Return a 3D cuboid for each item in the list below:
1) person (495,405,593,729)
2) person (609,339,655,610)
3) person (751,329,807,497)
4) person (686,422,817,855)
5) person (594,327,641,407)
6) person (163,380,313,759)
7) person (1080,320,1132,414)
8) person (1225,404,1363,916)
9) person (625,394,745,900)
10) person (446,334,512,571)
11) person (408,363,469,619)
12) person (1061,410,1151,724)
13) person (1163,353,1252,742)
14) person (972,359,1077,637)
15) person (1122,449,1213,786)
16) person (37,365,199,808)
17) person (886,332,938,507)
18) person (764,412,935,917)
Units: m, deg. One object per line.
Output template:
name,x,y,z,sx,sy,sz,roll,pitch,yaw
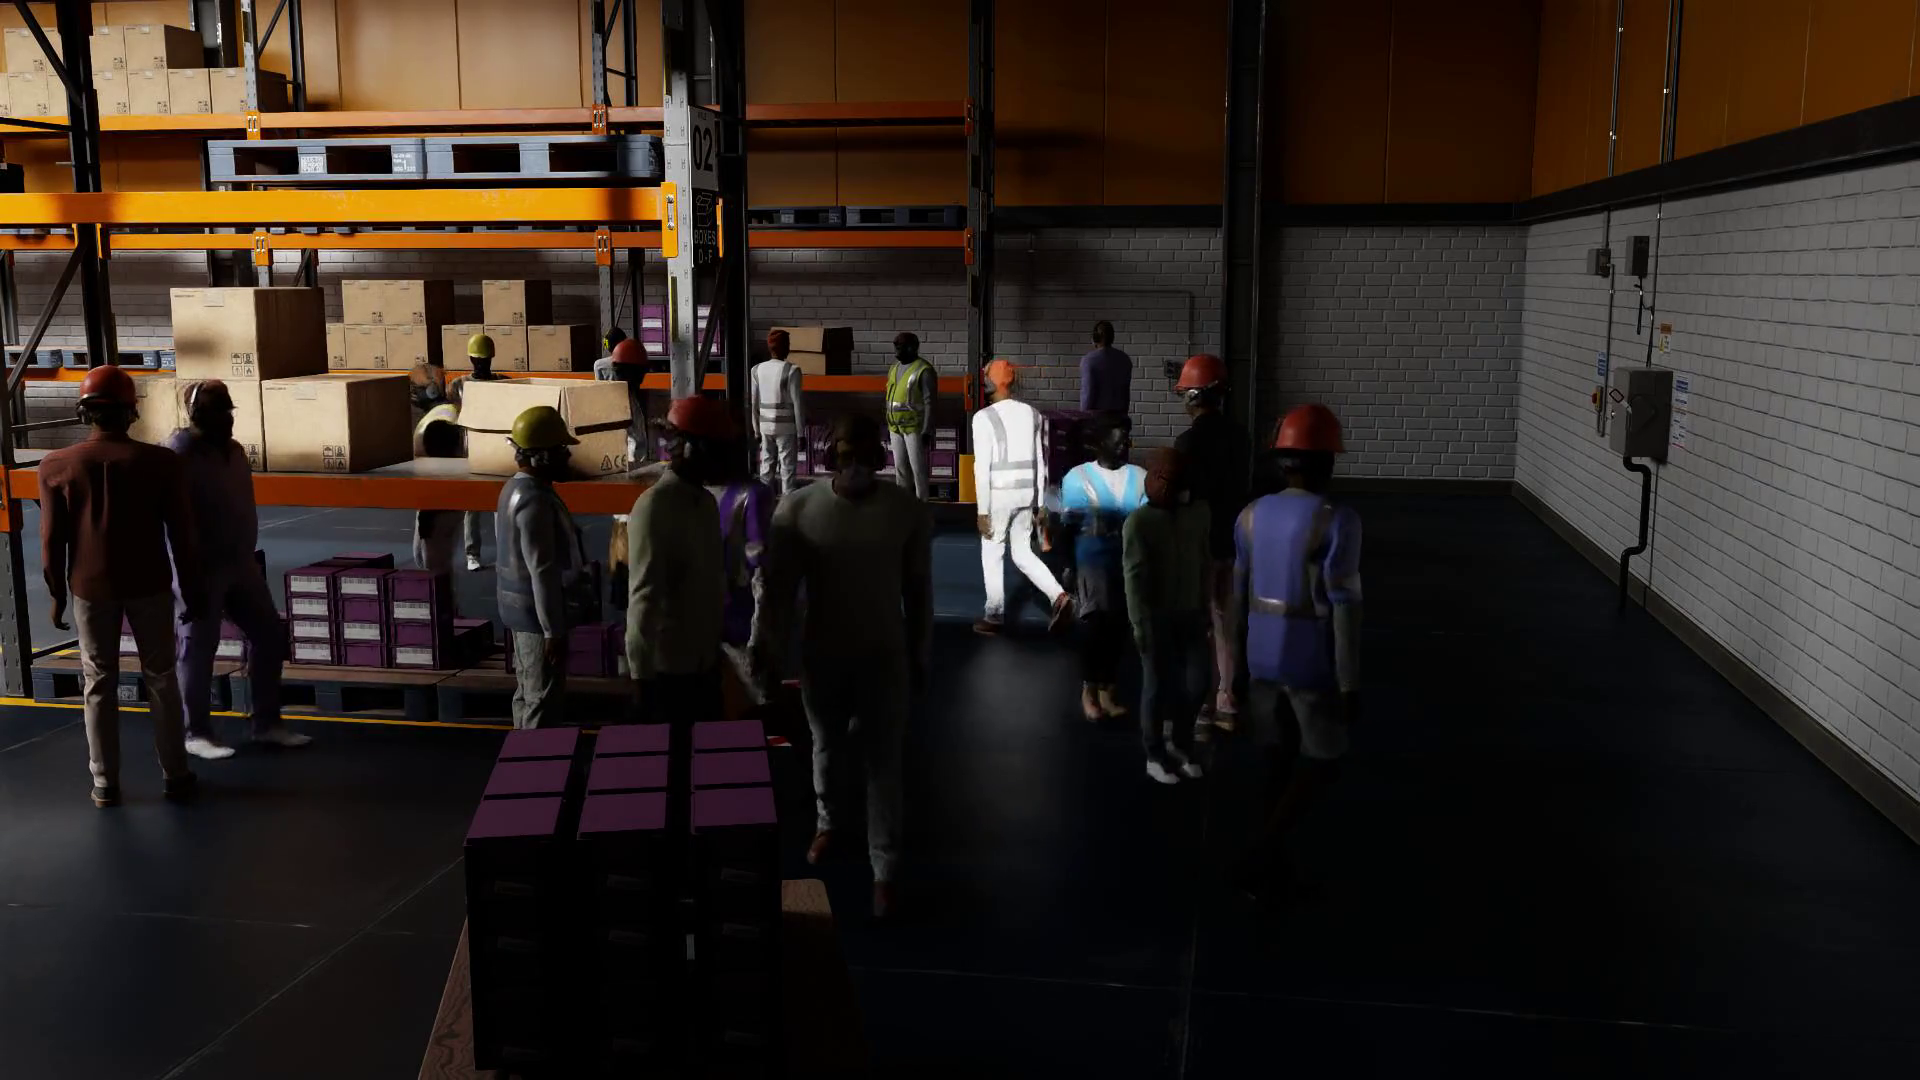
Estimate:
person,-1.810,0.330,7.278,0.404,1.835,0.586,-4,10,-23
person,-2.359,-0.469,11.922,0.378,1.932,0.551,-3,10,-18
person,-1.662,-0.993,15.335,0.573,1.883,0.356,5,11,29
person,-0.929,0.333,7.067,0.557,1.906,0.903,6,11,31
person,-3.462,-1.218,16.822,0.502,1.861,0.328,-6,11,-33
person,-3.564,0.161,8.174,0.731,1.881,0.668,2,9,12
person,1.409,-1.185,16.353,0.638,1.938,0.357,-7,12,-37
person,1.207,0.463,6.161,0.619,1.926,0.583,-7,12,-38
person,-1.130,0.444,6.191,0.643,1.965,0.739,3,10,17
person,-3.825,-0.700,13.426,0.581,1.919,0.398,-5,11,-30
person,-3.344,-0.213,10.643,0.438,1.831,0.677,-3,10,-19
person,0.822,0.150,8.856,0.546,1.684,0.456,-5,10,-28
person,1.263,0.037,8.595,0.396,1.992,0.622,8,12,40
person,0.385,-0.248,10.814,0.594,1.856,0.756,-8,12,-40
person,0.972,0.364,7.752,0.530,1.608,0.389,-4,10,-24
person,-3.791,0.209,7.535,0.622,1.990,0.396,-4,10,-22
person,-0.495,-1.063,15.898,0.429,1.841,0.634,-8,12,-41
person,-0.425,0.440,6.487,0.660,1.892,0.967,-1,9,-4
